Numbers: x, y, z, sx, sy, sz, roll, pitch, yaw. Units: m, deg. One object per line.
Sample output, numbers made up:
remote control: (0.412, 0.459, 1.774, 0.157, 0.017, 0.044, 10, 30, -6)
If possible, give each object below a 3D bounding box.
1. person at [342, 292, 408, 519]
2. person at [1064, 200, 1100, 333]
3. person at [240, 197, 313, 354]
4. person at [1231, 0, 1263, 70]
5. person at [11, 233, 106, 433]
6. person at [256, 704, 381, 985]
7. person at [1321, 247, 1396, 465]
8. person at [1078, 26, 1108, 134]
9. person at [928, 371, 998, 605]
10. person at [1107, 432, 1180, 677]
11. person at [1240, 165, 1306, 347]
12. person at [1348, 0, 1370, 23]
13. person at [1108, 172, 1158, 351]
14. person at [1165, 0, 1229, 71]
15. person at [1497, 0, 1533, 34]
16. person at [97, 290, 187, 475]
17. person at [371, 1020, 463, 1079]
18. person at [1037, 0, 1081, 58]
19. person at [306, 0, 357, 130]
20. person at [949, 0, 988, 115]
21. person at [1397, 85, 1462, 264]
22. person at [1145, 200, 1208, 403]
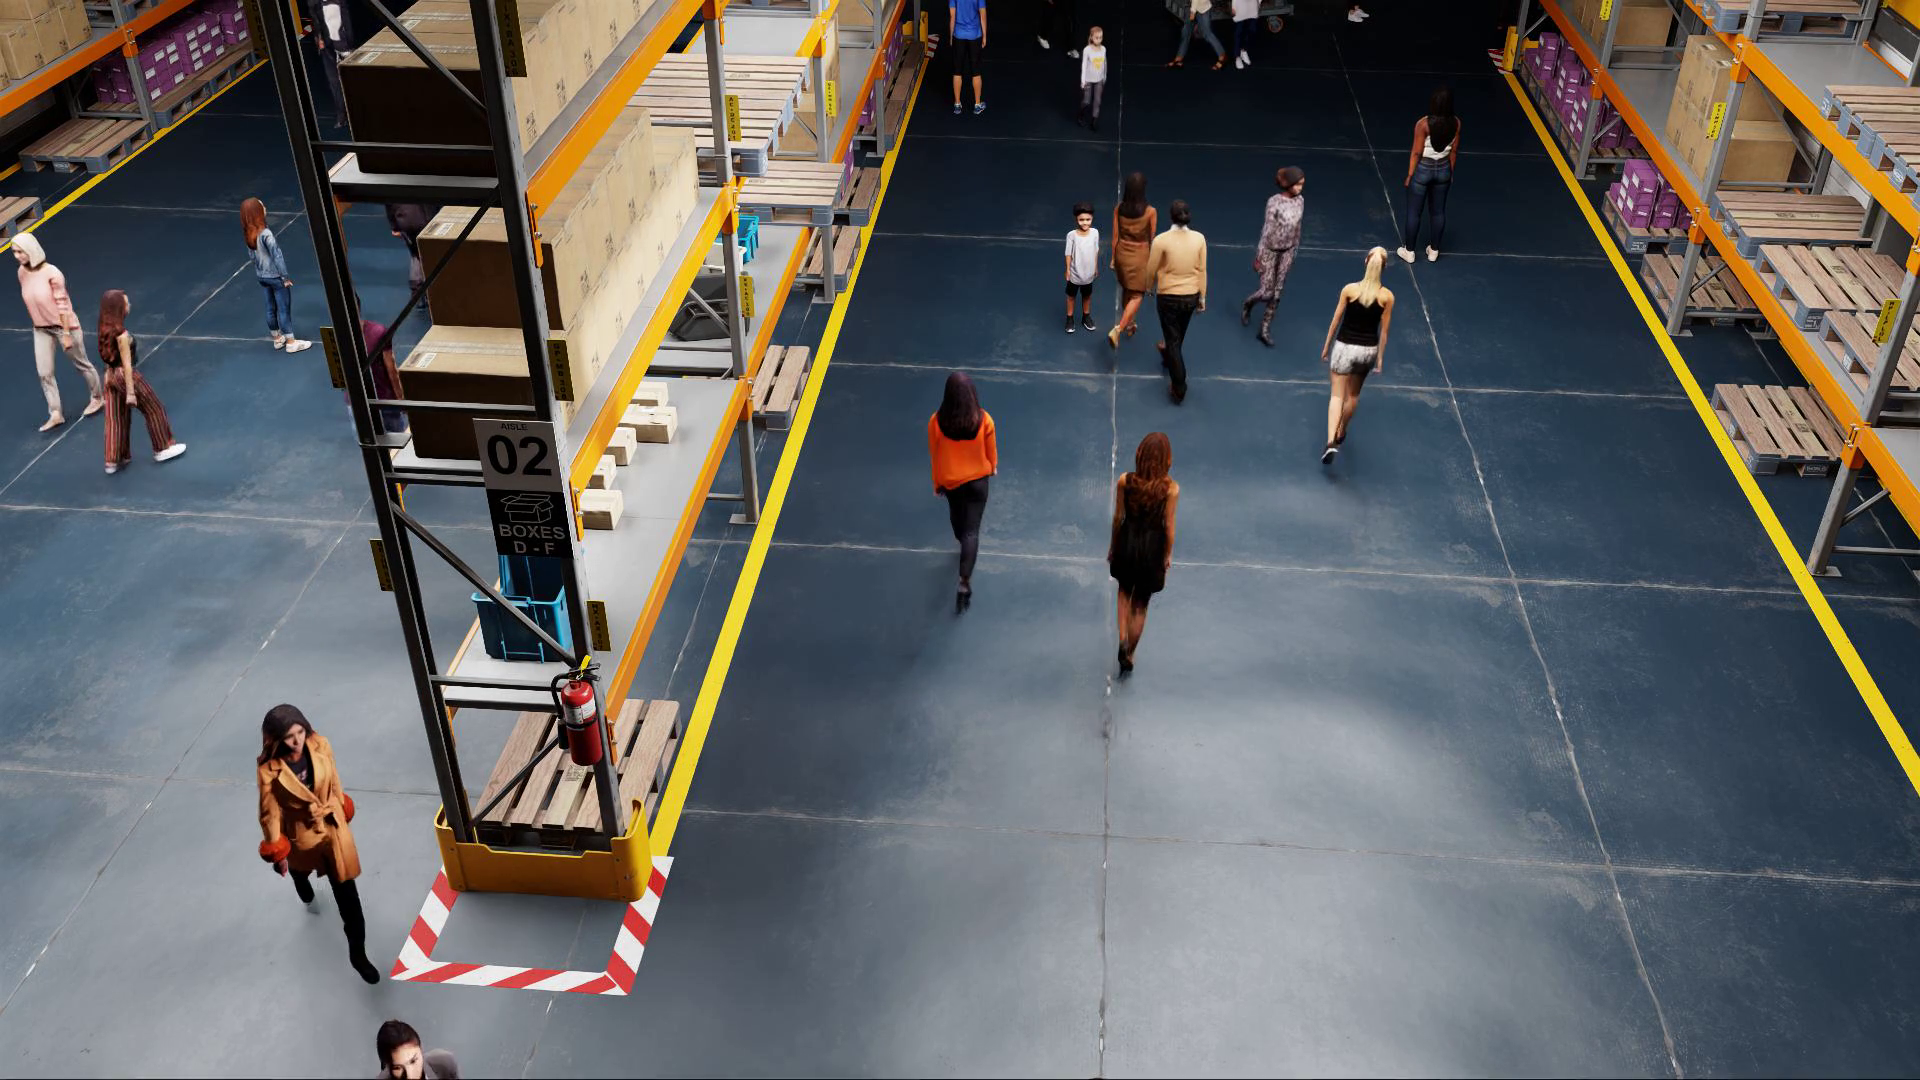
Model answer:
person: (-4.532, -1.129, 12.914, 0.791, 1.819, 1.132, -2, 34, -3)
person: (1.139, -2.579, 15.598, 0.548, 1.262, 0.577, -7, 34, -11)
person: (-6.284, -2.415, 15.157, 0.637, 1.477, 0.645, 20, 38, 27)
person: (3.750, -7.116, 21.979, 0.750, 1.755, 0.780, -12, 35, -17)
person: (-7.573, -1.828, 14.069, 0.634, 1.703, 0.895, 5, 34, 8)
person: (-3.542, 1.561, 8.997, 1.233, 1.674, 1.276, -25, 41, -32)
person: (3.181, -1.470, 13.426, 0.789, 1.820, 1.116, 6, 34, 9)
person: (1.586, -5.581, 20.108, 0.636, 1.269, 0.734, -12, 35, -17)
person: (0.023, -0.344, 11.844, 0.682, 1.695, 1.143, 5, 34, 8)
person: (1.162, 0.174, 10.954, 0.644, 1.817, 0.683, 8, 35, 13)
person: (2.873, -2.635, 15.290, 0.786, 1.696, 0.870, -10, 35, -14)
person: (5.799, -8.350, 23.881, 0.735, 1.705, 0.604, 20, 38, 27)
person: (1.549, -2.472, 15.077, 0.818, 1.661, 1.091, 16, 37, 22)
person: (3.242, -6.957, 21.848, 0.729, 1.635, 0.989, 2, 34, 3)
person: (7.893, -8.059, 23.348, 0.844, 1.809, 0.740, -18, 38, -25)
person: (-6.762, -1.255, 13.371, 0.863, 1.522, 0.957, 28, 42, 35)
person: (-2.389, 2.682, 7.341, 1.016, 1.641, 1.169, -18, 38, -25)
person: (1.312, -7.434, 22.550, 0.995, 1.653, 1.188, -15, 36, -21)
person: (-7.544, -6.020, 20.230, 0.779, 1.865, 1.159, -1, 34, -2)
person: (0.081, -6.211, 20.516, 0.609, 1.866, 0.542, 4, 34, 6)
person: (4.744, -3.681, 16.762, 0.684, 1.808, 0.651, -3, 34, -4)
person: (1.903, -2.022, 14.358, 0.930, 1.707, 1.225, -9, 35, -14)
